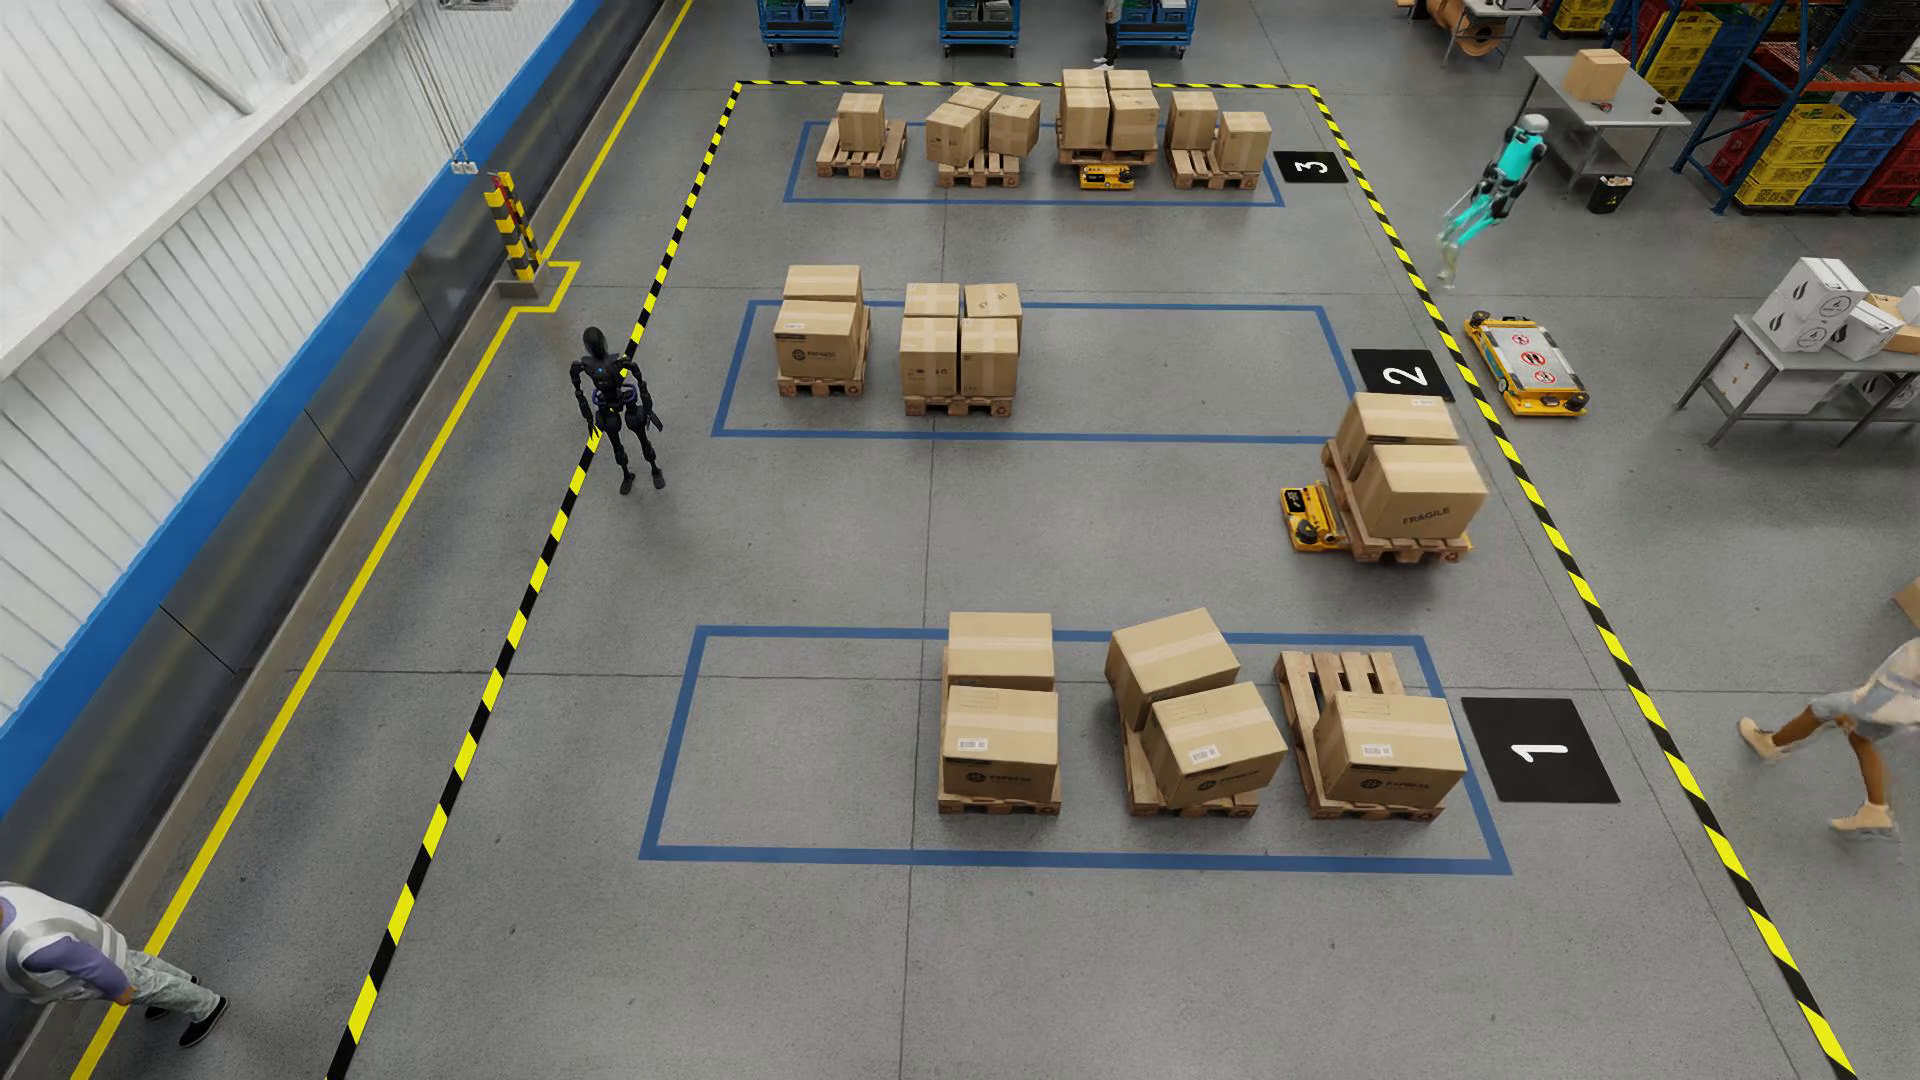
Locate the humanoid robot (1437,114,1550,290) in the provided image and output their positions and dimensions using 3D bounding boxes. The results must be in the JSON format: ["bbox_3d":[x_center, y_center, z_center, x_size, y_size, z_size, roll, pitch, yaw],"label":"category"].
[{"bbox_3d":[5.423,-3.499,9.597,0.799,1.766,0.580,-12,50,-10],"label":"humanoid robot"}]

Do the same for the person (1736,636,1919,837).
[{"bbox_3d":[5.687,1.022,5.507,0.619,2.006,0.920,-6,49,-5],"label":"person"}]

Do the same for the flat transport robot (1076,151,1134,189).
[{"bbox_3d":[1.845,-4.982,11.827,0.652,0.197,1.431,1,49,1],"label":"flat transport robot"}]

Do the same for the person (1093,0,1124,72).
[{"bbox_3d":[2.165,-7.758,13.203,0.394,1.849,0.588,5,49,5],"label":"person"}]

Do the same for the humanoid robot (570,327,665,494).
[{"bbox_3d":[-2.773,-1.041,7.491,0.599,1.659,0.315,-8,50,-7],"label":"humanoid robot"}]

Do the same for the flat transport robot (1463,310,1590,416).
[{"bbox_3d":[5.573,-1.757,9.054,0.659,0.231,1.431,1,49,1],"label":"flat transport robot"}]

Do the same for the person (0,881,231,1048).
[{"bbox_3d":[-4.447,2.153,4.637,0.599,1.827,0.403,23,53,19],"label":"person"}]

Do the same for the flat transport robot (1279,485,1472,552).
[{"bbox_3d":[3.486,-0.210,7.697,1.431,0.197,0.652,1,49,1],"label":"flat transport robot"}]
